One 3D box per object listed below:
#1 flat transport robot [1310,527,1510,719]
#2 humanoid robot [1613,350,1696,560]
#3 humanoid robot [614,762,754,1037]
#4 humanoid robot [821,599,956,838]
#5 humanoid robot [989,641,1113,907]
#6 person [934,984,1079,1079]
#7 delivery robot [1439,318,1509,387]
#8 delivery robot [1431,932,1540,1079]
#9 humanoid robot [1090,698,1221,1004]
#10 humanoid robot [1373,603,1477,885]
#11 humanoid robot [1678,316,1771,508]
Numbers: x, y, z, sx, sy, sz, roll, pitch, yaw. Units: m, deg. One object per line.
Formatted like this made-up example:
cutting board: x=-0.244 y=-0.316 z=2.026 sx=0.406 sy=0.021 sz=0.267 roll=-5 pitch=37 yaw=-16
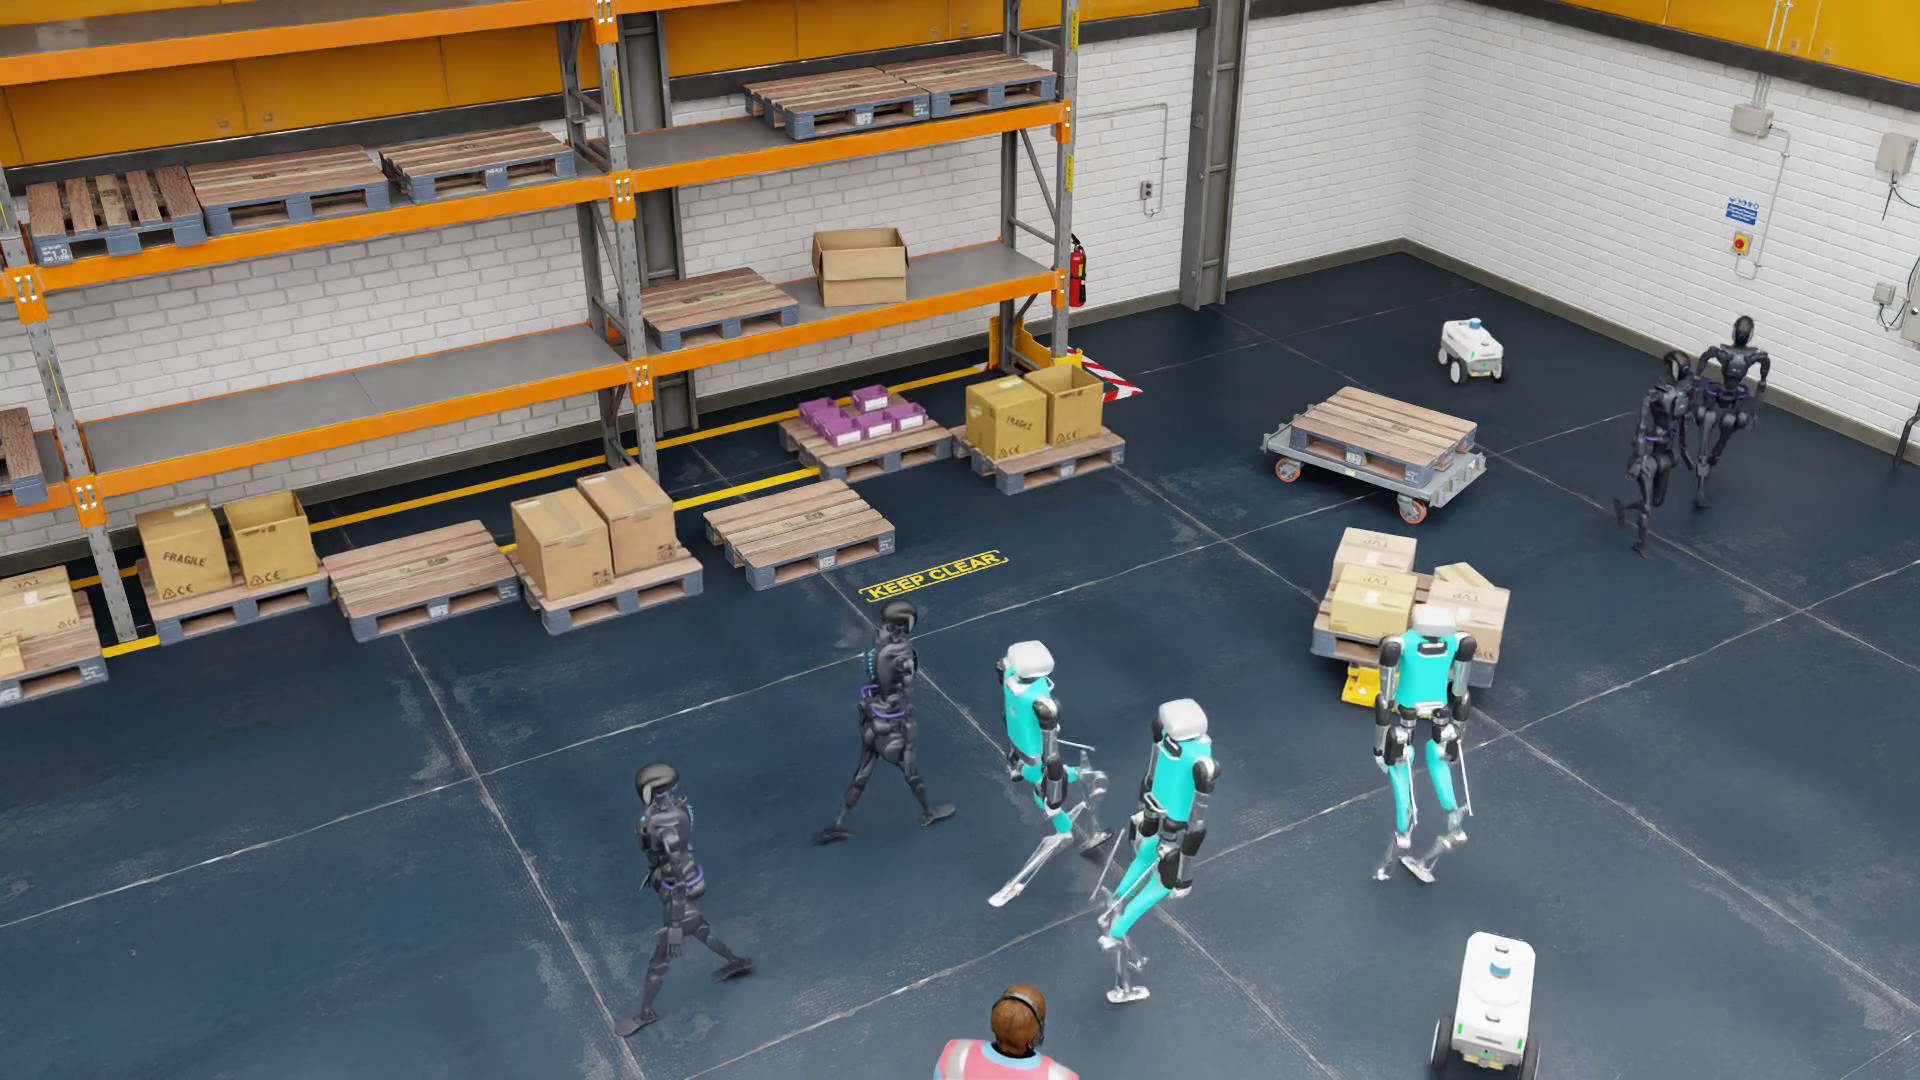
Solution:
flat transport robot: x=3.132 y=0.756 z=11.637 sx=0.659 sy=0.231 sz=1.431 roll=11 pitch=31 yaw=19
humanoid robot: x=5.332 y=-0.701 z=12.798 sx=0.599 sy=1.634 sz=0.622 roll=-13 pitch=32 yaw=-22
humanoid robot: x=-1.459 y=1.763 z=8.479 sx=0.813 sy=1.619 sz=0.591 roll=-13 pitch=32 yaw=-22
humanoid robot: x=-0.451 y=1.066 z=9.733 sx=0.834 sy=1.629 sz=0.608 roll=-14 pitch=32 yaw=-23
humanoid robot: x=0.638 y=1.260 z=9.305 sx=1.029 sy=1.768 sz=0.560 roll=-15 pitch=33 yaw=-25
person: x=0.210 y=2.562 z=6.855 sx=0.630 sy=1.837 sz=0.431 roll=9 pitch=31 yaw=16
delivery robot: x=4.892 y=-1.831 z=15.901 sx=0.499 sy=0.571 sz=0.756 roll=-4 pitch=30 yaw=-8
delivery robot: x=2.711 y=2.387 z=8.473 sx=0.499 sy=0.609 sz=0.807 roll=10 pitch=31 yaw=18
humanoid robot: x=0.884 y=1.657 z=8.549 sx=0.781 sy=1.775 sz=0.536 roll=-12 pitch=32 yaw=-20
humanoid robot: x=2.594 y=1.246 z=9.263 sx=0.549 sy=1.778 sz=0.677 roll=-2 pitch=30 yaw=-3
humanoid robot: x=6.189 y=-1.071 z=13.495 sx=0.611 sy=1.631 sz=0.764 roll=8 pitch=30 yaw=14
